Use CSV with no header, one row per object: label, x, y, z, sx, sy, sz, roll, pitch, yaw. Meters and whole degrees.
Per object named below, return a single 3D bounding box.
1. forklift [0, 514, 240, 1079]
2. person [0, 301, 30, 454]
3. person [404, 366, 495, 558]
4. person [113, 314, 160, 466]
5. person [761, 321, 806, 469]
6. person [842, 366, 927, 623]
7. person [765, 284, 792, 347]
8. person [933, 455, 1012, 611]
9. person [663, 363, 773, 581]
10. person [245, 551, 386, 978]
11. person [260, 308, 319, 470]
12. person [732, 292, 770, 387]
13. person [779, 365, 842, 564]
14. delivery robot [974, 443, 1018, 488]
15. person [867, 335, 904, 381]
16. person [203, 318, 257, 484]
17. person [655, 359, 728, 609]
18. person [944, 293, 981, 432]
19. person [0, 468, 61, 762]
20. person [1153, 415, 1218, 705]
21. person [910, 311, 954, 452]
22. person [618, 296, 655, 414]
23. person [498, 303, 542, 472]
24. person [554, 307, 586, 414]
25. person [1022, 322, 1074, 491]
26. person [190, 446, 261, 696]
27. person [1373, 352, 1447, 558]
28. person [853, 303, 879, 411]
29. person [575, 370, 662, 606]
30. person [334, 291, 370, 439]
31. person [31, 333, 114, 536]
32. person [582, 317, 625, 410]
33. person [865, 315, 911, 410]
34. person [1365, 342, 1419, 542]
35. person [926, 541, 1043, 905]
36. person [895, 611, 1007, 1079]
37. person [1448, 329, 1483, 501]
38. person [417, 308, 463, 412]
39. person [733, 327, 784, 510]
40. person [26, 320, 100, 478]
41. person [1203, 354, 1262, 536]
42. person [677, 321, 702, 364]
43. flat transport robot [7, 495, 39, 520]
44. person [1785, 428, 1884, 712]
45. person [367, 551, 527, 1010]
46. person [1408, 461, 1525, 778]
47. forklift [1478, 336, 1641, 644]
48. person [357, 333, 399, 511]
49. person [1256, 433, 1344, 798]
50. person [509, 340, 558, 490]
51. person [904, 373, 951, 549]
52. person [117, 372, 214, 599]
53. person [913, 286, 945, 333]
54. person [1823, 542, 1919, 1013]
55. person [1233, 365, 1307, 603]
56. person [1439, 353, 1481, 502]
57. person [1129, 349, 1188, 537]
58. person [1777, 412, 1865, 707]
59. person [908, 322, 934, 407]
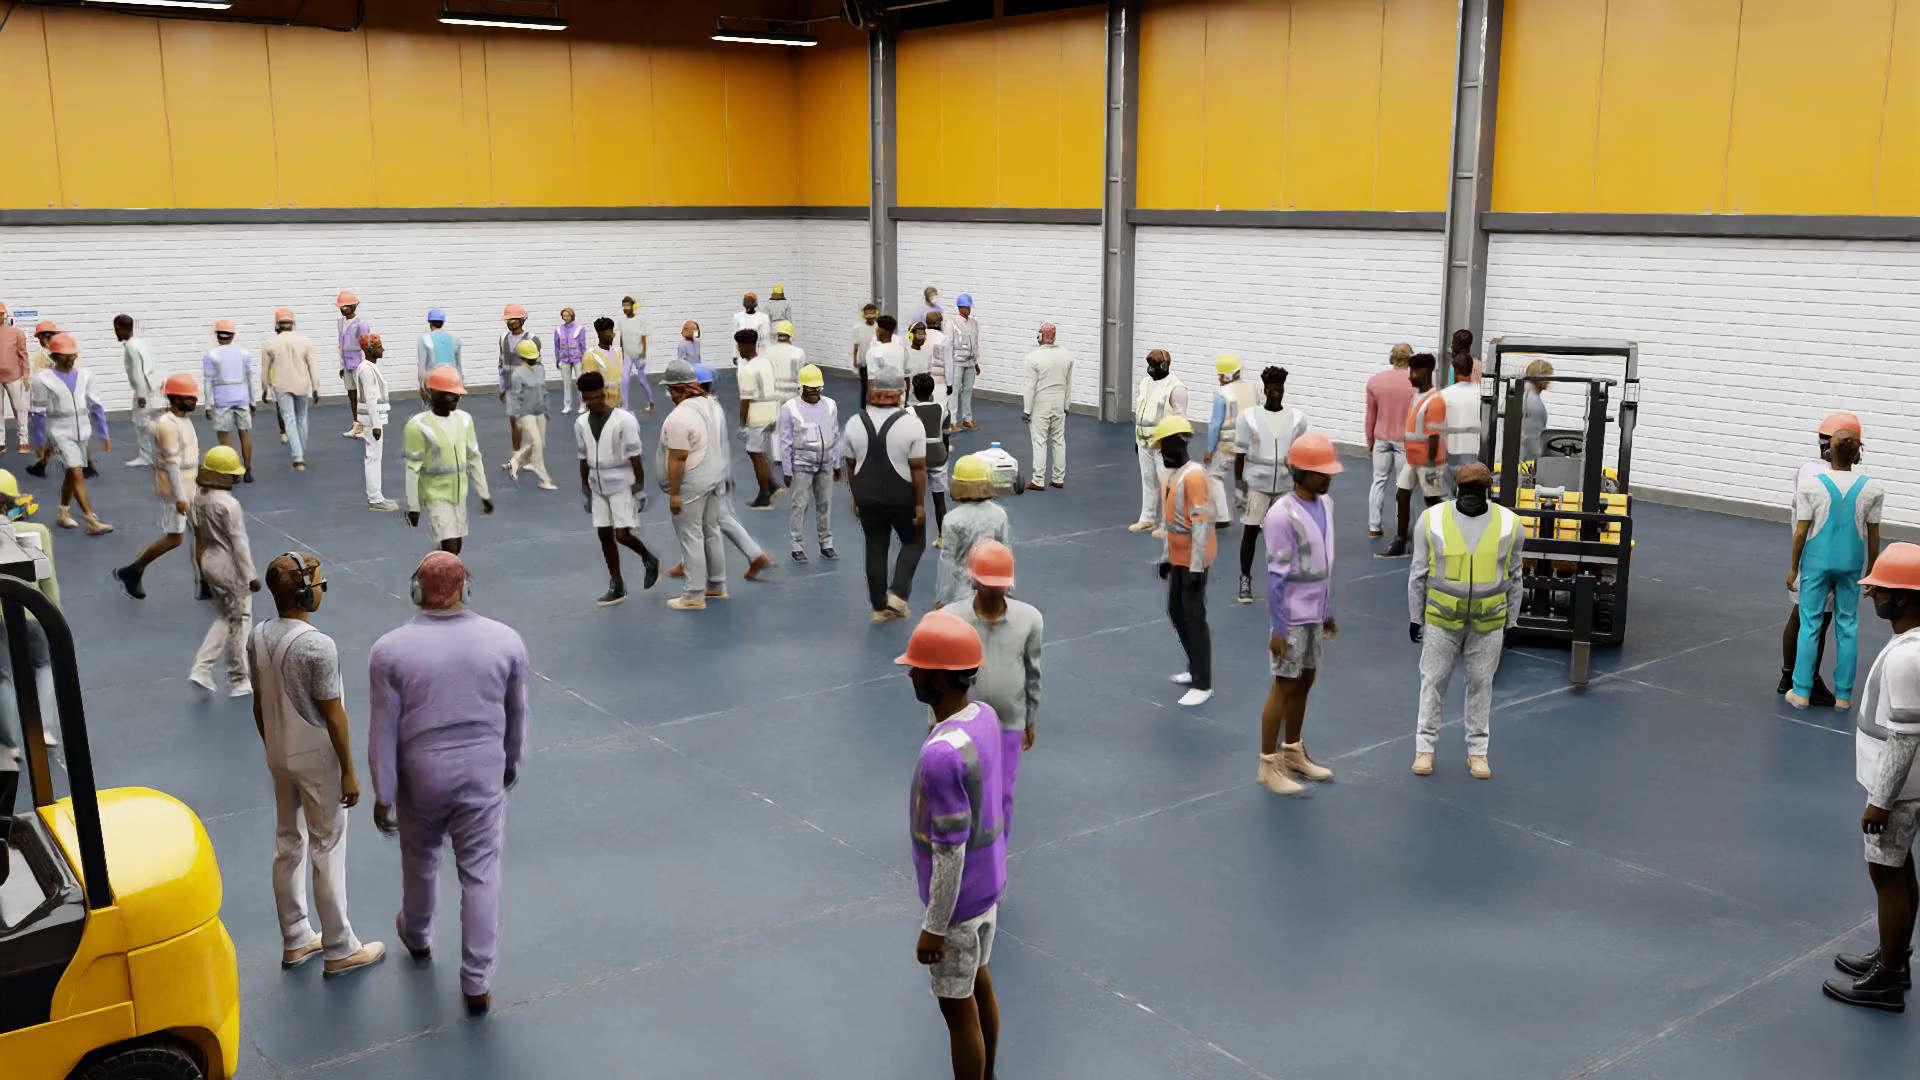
forklift,-3.687,1.115,5.480,2.313,2.155,1.214,-9,15,-36
person,-12.368,-2.104,21.501,0.622,1.996,0.374,-3,12,-12
person,-3.939,-0.335,12.884,0.552,2.022,0.629,6,13,28
person,-10.042,-1.847,20.545,0.603,1.885,0.623,-6,13,-26
person,-2.138,-1.799,20.526,0.627,1.792,0.750,2,12,10
person,-0.548,-0.356,12.953,0.706,2.000,0.535,4,13,21
person,-3.263,-3.725,29.946,0.485,1.744,0.309,0,12,2
person,0.087,0.338,10.381,0.487,1.727,0.423,-11,16,-42
person,-2.095,-0.579,14.372,0.934,1.911,0.604,0,12,-2
person,-2.774,0.955,7.097,0.508,1.846,0.345,6,13,26
person,-8.256,-1.867,20.442,0.636,1.948,0.959,-7,14,-32
person,-3.172,-2.803,25.182,0.613,1.867,0.525,1,12,7
person,-1.344,-0.687,15.107,0.595,1.819,0.403,-8,14,-33
delivery robot,0.401,-0.854,18.739,0.477,0.478,0.707,-3,12,-14
person,-1.062,-2.327,23.532,0.519,1.607,0.754,5,13,22
person,-8.459,-1.603,19.295,0.589,1.916,0.509,-10,15,-41
person,-2.216,-0.472,13.514,0.536,2.000,0.702,4,12,19
person,0.039,-2.515,23.602,0.603,1.951,0.380,-10,16,-41
person,-5.580,0.450,9.761,0.556,1.755,0.366,-6,13,-27
person,1.502,0.128,11.031,0.400,1.886,0.666,-1,12,-6
person,-0.344,-2.062,21.684,0.634,1.839,0.429,8,14,34
person,-4.922,-2.777,25.187,0.513,1.824,0.948,3,12,13
person,-5.346,-1.848,20.153,0.607,2.044,0.377,5,13,23
person,-5.965,-2.749,25.512,0.509,1.628,0.321,2,12,9
person,0.970,-1.513,18.868,0.642,1.909,0.409,-8,14,-33
person,-4.873,0.220,10.985,0.527,1.713,0.459,10,15,39
person,4.331,-0.761,15.233,0.907,1.927,0.607,-1,12,-5
person,-1.330,-2.579,24.302,0.507,1.809,0.994,-2,12,-9
person,-2.820,-0.430,13.586,0.662,1.934,0.634,6,13,26
person,-8.336,-2.394,22.833,0.602,2.035,0.404,9,15,37
person,-8.771,-1.050,16.443,1.042,1.989,0.628,7,14,31
person,-4.027,-1.561,18.955,0.361,1.963,0.618,5,13,23
person,-0.840,-1.619,19.230,0.613,1.965,0.361,-9,15,-37
person,4.215,-0.941,16.080,0.629,1.934,0.370,7,13,29
person,0.114,0.818,8.055,0.560,1.725,0.731,-1,12,-4
person,-0.037,1.193,5.723,0.377,1.938,0.547,3,12,15
person,5.405,-1.301,17.855,0.389,1.910,0.584,10,15,39
person,-6.597,-1.974,21.079,0.619,1.914,0.510,-10,15,-40
person,-2.177,-1.275,17.642,0.451,1.940,0.619,4,12,19
person,-10.673,-1.646,19.628,0.963,1.869,0.638,1,12,7
person,2.686,-0.921,16.291,0.660,1.793,0.584,-9,15,-36
person,-3.749,-2.231,23.045,0.332,1.619,0.508,4,12,20
flat transport robot,-9.910,-0.261,16.790,0.652,0.197,1.431,-2,12,-10
person,5.643,0.196,10.762,0.514,1.843,0.327,3,12,16
person,-2.159,0.958,7.020,0.668,1.859,0.939,-6,13,-25
person,2.886,0.456,9.521,0.633,1.839,0.429,2,12,11
forklift,4.683,-0.471,13.136,1.214,2.155,2.313,4,12,20
person,-6.205,-1.247,17.640,0.353,1.883,0.573,-4,12,-20
person,1.929,0.410,9.282,0.399,2.034,0.639,9,15,38
person,-4.928,-1.430,18.939,0.711,1.722,0.554,6,13,27
person,-0.326,-0.718,15.561,0.537,1.693,0.320,-6,13,-25
person,-6.462,-0.422,13.602,0.821,1.910,0.542,0,12,-1
person,-0.501,-3.061,26.305,0.635,1.921,0.571,-11,16,-44
person,3.804,0.965,6.824,0.376,1.935,0.550,9,15,37
person,2.531,-0.456,13.619,0.612,1.963,0.362,-1,12,-5
person,4.677,-0.779,15.403,0.608,1.878,0.611,-2,12,-8
person,1.931,-0.955,16.330,0.429,1.843,0.633,-8,14,-35
person,5.667,0.122,10.916,0.366,1.930,0.542,-1,12,-3
person,-0.527,-1.643,19.624,0.523,1.860,0.317,-8,14,-33
